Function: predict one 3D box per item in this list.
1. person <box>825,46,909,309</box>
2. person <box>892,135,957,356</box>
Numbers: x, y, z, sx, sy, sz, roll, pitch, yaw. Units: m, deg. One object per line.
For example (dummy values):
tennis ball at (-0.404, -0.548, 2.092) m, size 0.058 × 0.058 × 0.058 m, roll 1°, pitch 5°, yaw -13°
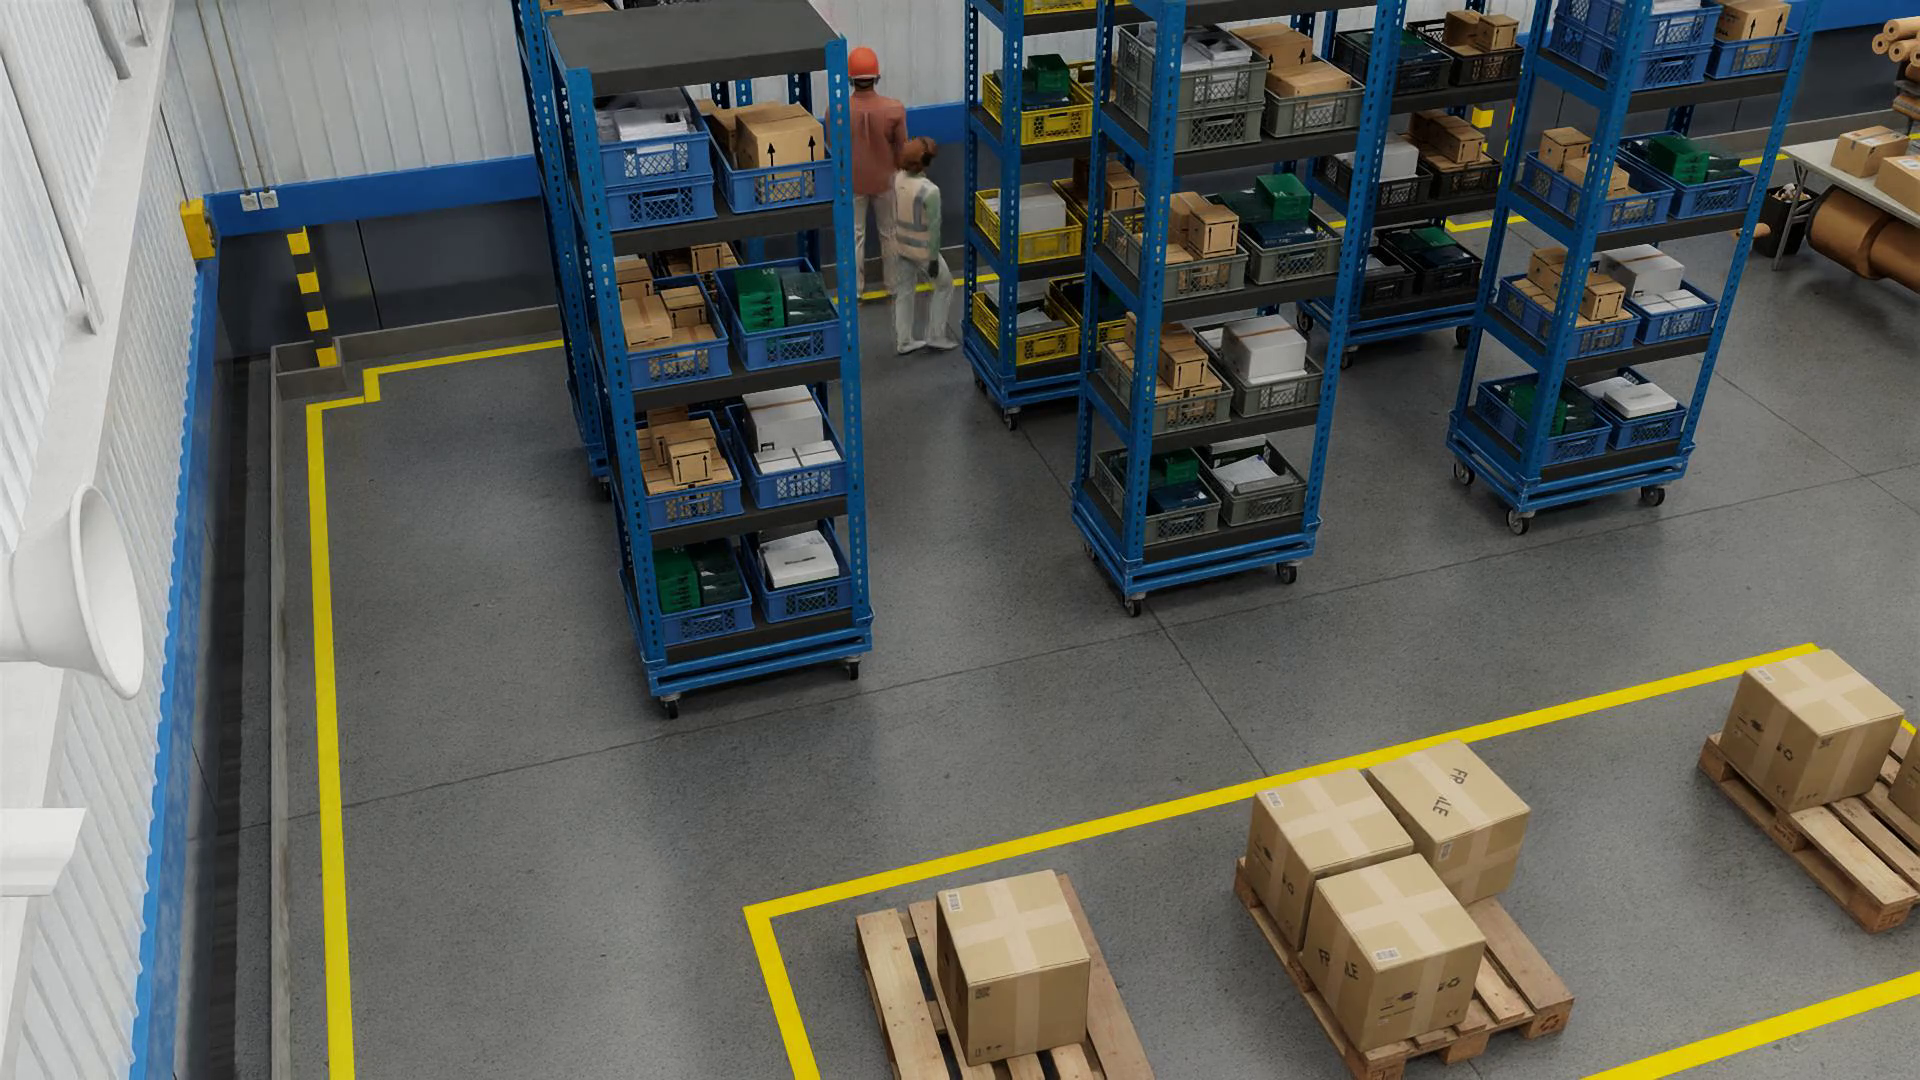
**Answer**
person at (-0.676, -2.665, 12.323) m, size 0.612 × 1.997 × 0.375 m, roll -4°, pitch 35°, yaw -6°
person at (-0.241, -2.079, 11.810) m, size 0.554 × 1.616 × 0.541 m, roll -24°, pitch 42°, yaw -30°
